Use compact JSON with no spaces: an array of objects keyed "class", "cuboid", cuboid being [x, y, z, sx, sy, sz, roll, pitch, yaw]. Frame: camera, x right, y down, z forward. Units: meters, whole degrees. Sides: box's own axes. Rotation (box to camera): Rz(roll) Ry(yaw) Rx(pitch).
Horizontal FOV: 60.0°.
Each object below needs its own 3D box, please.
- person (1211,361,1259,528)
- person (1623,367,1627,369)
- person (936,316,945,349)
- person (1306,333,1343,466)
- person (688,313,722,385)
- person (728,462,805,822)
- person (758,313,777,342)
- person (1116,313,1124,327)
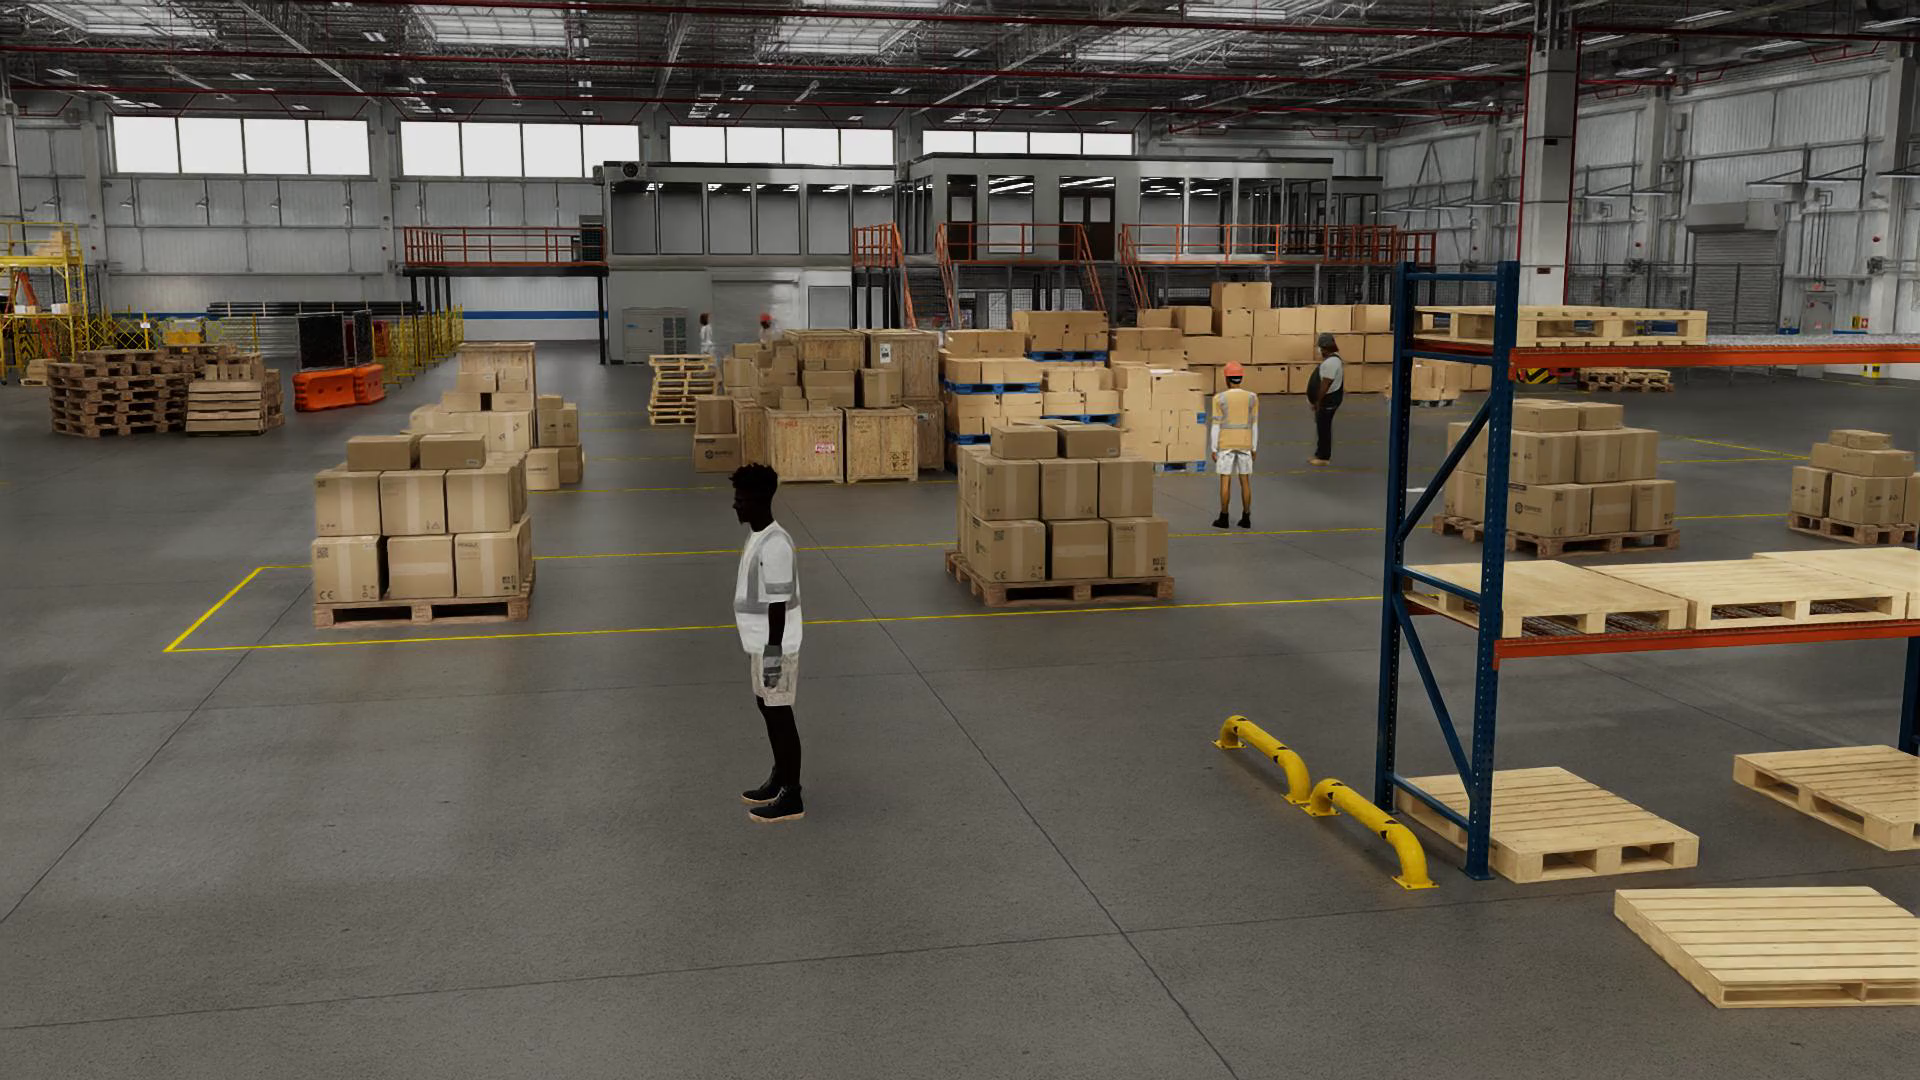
[{"class":"person","cuboid":[3.158,-1.096,19.211,0.550,1.929,0.396,-1,9,-5]},{"class":"person","cuboid":[17.152,-5.019,43.046,0.390,1.946,0.614,5,10,27]},{"class":"person","cuboid":[-0.616,-4.429,39.784,0.899,1.853,0.579,-4,10,-21]},{"class":"person","cuboid":[5.533,-2.150,25.280,0.535,2.000,0.693,1,9,8]},{"class":"person","cuboid":[-6.483,-4.842,42.330,0.977,1.830,0.601,-5,11,-28]},{"class":"person","cuboid":[-1.056,0.550,9.101,0.388,1.957,0.606,-3,10,-16]},{"class":"person","cuboid":[-4.394,-4.108,37.406,0.661,1.970,0.663,8,13,42]},{"class":"person","cuboid":[3.988,-4.875,42.517,0.450,1.831,0.560,-3,10,-16]}]
